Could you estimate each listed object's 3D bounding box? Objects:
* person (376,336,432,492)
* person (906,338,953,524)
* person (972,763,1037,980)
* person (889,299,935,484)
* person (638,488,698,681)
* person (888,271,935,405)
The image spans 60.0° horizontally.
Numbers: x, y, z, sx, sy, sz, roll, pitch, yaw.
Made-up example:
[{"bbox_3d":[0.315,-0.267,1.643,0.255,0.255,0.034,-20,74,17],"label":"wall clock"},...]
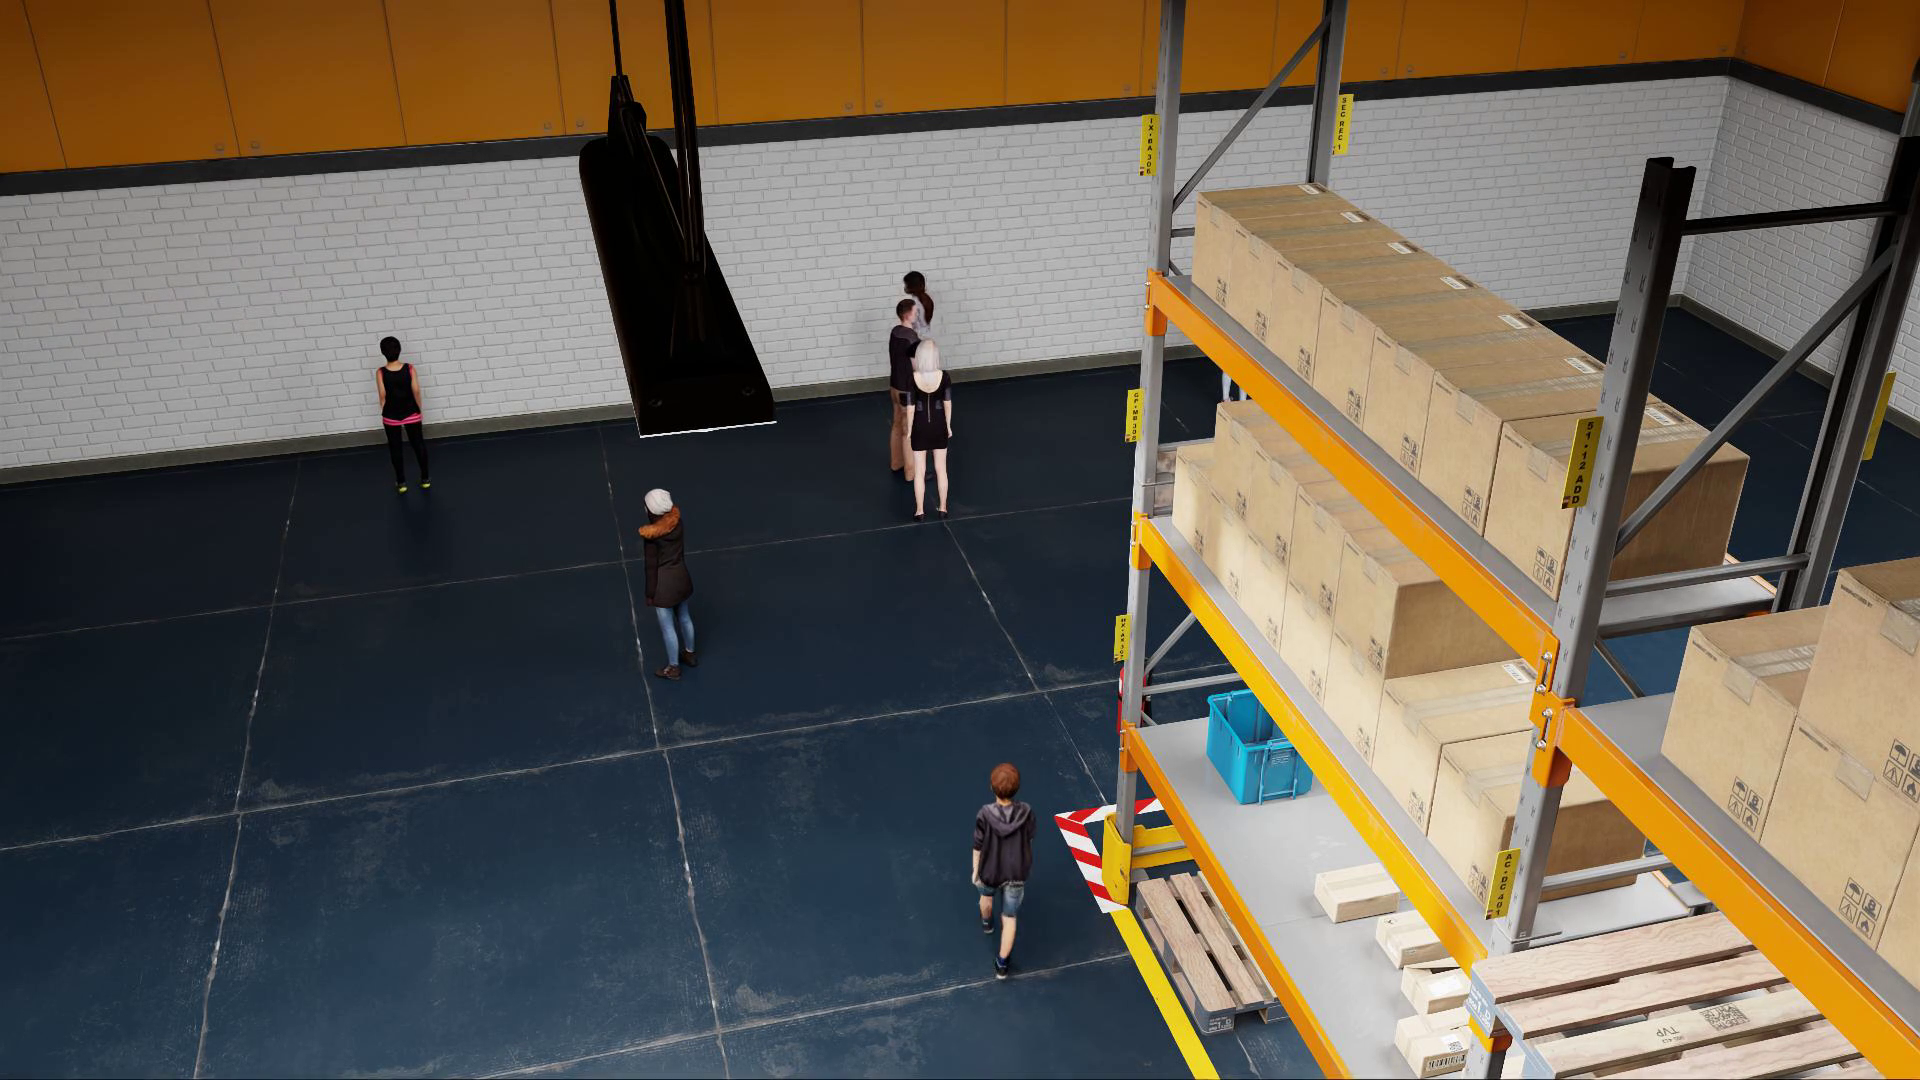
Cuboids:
[{"bbox_3d":[-5.389,-1.224,16.044,0.571,1.549,0.556,-13,31,-22],"label":"person"},{"bbox_3d":[-0.284,-1.010,15.358,0.592,1.830,0.518,-5,29,-8],"label":"person"},{"bbox_3d":[0.262,2.057,10.164,0.701,1.420,0.929,0,29,1],"label":"person"},{"bbox_3d":[-0.524,-1.477,16.203,0.792,1.841,0.601,-13,31,-23],"label":"person"},{"bbox_3d":[-2.290,0.334,13.099,0.780,1.633,0.713,14,32,24],"label":"person"},{"bbox_3d":[-0.341,-1.961,17.255,1.013,1.683,1.019,11,30,19],"label":"person"}]
